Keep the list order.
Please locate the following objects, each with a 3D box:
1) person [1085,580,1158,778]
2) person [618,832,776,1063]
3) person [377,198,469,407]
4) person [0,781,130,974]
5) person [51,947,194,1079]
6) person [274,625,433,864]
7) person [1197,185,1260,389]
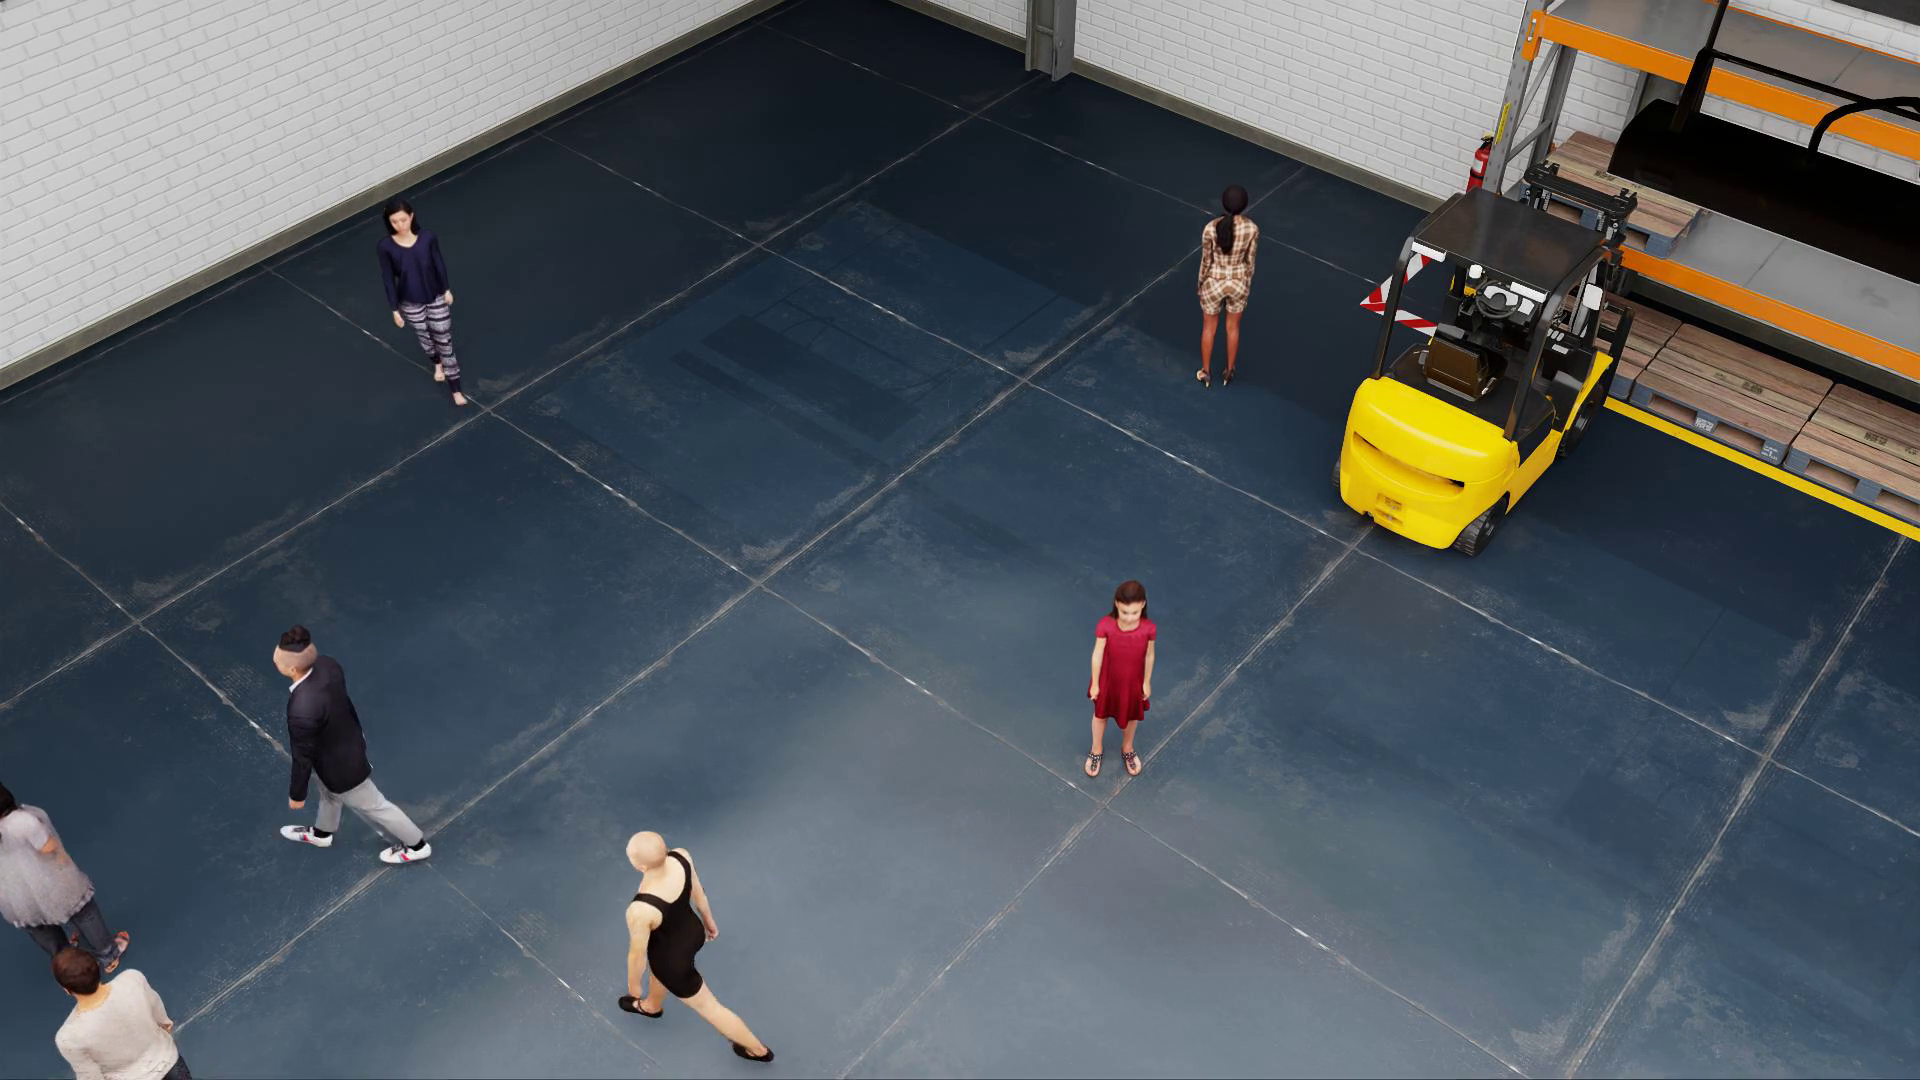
[{"bbox_3d":[0.970,0.815,9.996,0.680,1.554,0.740,-1,44,-2],"label":"person"},{"bbox_3d":[-1.356,2.128,8.465,1.286,1.765,0.953,15,46,15],"label":"person"},{"bbox_3d":[-4.139,-1.908,12.744,0.907,1.707,1.063,-15,46,-15],"label":"person"},{"bbox_3d":[-4.972,1.818,8.906,0.790,1.606,0.853,-2,44,-2],"label":"person"},{"bbox_3d":[-3.839,2.574,7.937,0.945,1.847,0.783,21,48,21],"label":"person"},{"bbox_3d":[-3.385,1.208,9.323,1.219,1.913,1.163,-5,44,-5],"label":"person"},{"bbox_3d":[2.022,-1.916,12.689,0.653,1.794,0.734,2,44,2],"label":"person"}]
